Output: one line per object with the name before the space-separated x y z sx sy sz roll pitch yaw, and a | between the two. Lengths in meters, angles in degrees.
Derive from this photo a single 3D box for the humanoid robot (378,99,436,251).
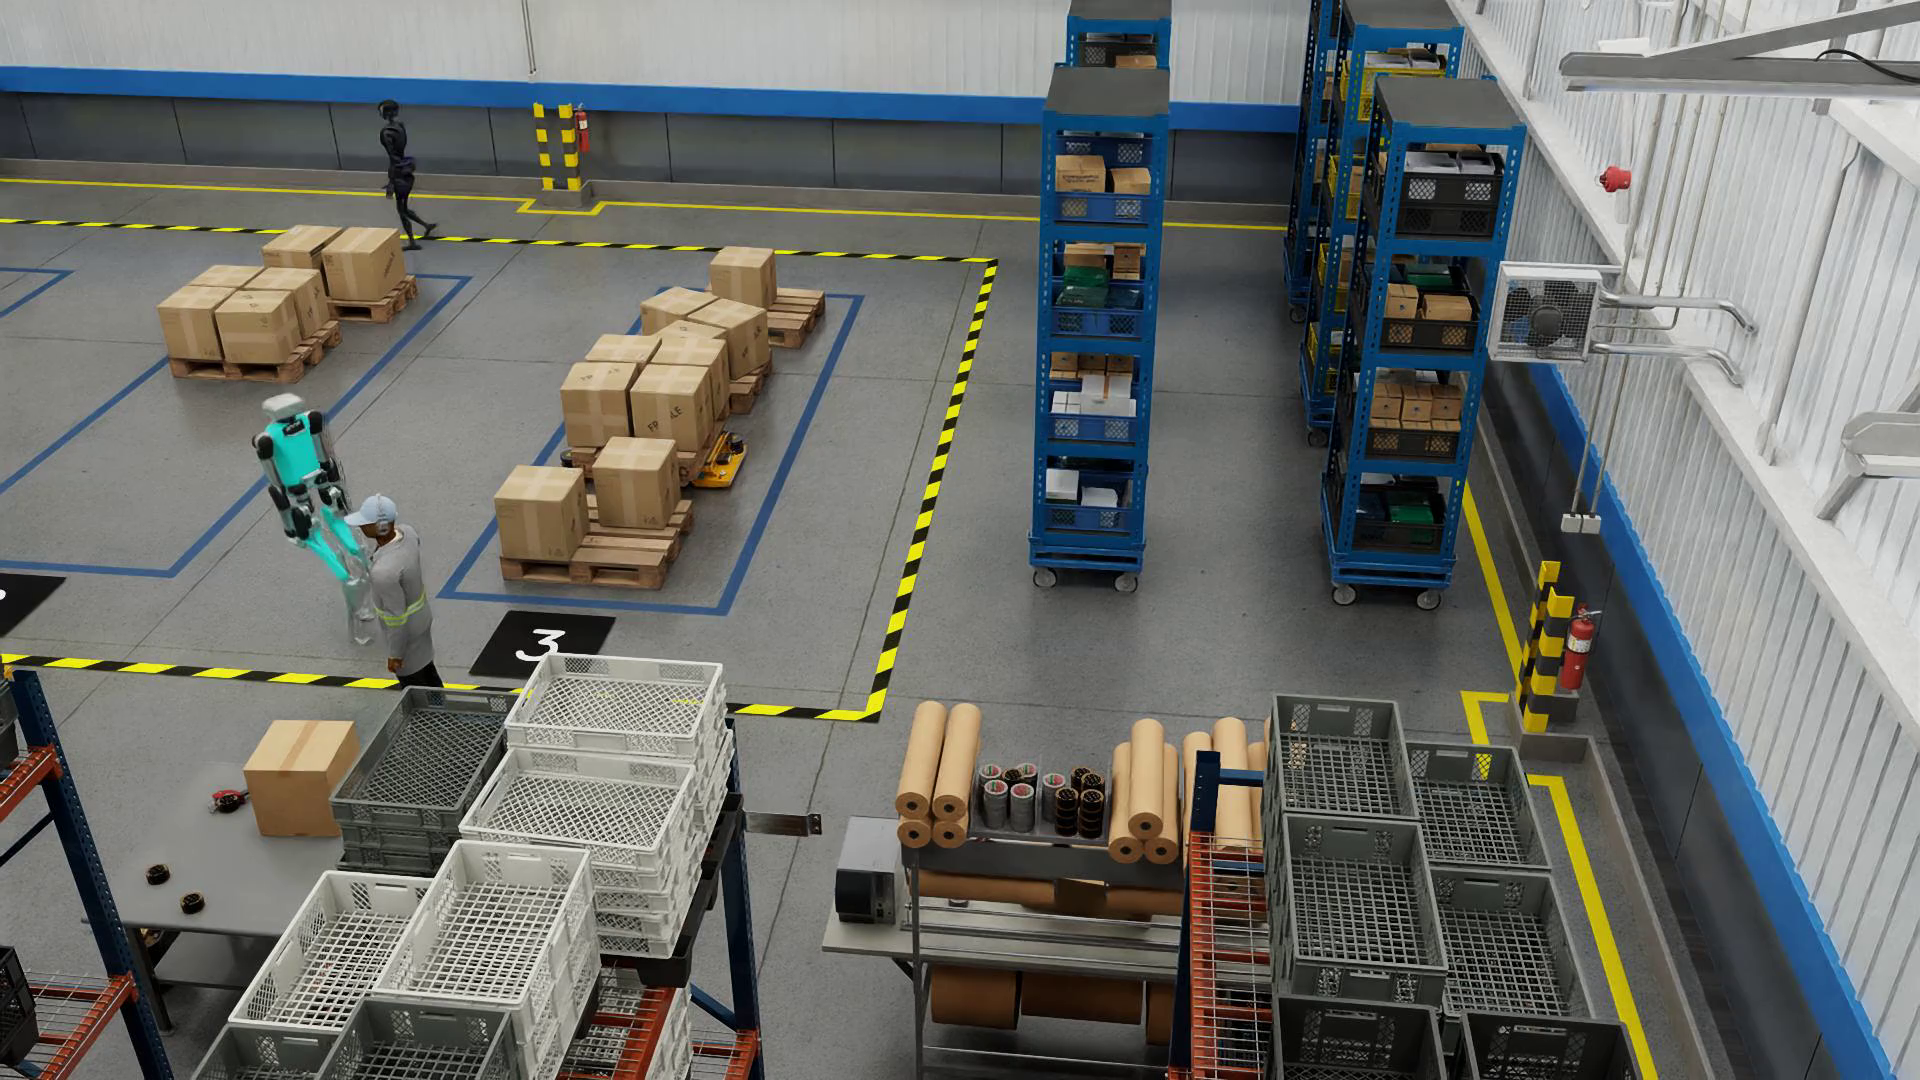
humanoid robot | -6.040 -3.953 18.067 0.434 1.648 0.602 -2 30 -4

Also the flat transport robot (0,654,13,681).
flat transport robot | -7.142 0.969 11.010 1.431 0.231 0.659 3 30 6

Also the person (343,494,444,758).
person | -3.424 0.538 10.175 0.380 1.851 0.596 -2 30 -4

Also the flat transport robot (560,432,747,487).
flat transport robot | -2.554 -0.707 13.861 1.431 0.197 0.652 3 30 6

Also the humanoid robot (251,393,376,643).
humanoid robot | -4.287 -0.102 11.418 0.814 1.795 0.532 16 34 25
